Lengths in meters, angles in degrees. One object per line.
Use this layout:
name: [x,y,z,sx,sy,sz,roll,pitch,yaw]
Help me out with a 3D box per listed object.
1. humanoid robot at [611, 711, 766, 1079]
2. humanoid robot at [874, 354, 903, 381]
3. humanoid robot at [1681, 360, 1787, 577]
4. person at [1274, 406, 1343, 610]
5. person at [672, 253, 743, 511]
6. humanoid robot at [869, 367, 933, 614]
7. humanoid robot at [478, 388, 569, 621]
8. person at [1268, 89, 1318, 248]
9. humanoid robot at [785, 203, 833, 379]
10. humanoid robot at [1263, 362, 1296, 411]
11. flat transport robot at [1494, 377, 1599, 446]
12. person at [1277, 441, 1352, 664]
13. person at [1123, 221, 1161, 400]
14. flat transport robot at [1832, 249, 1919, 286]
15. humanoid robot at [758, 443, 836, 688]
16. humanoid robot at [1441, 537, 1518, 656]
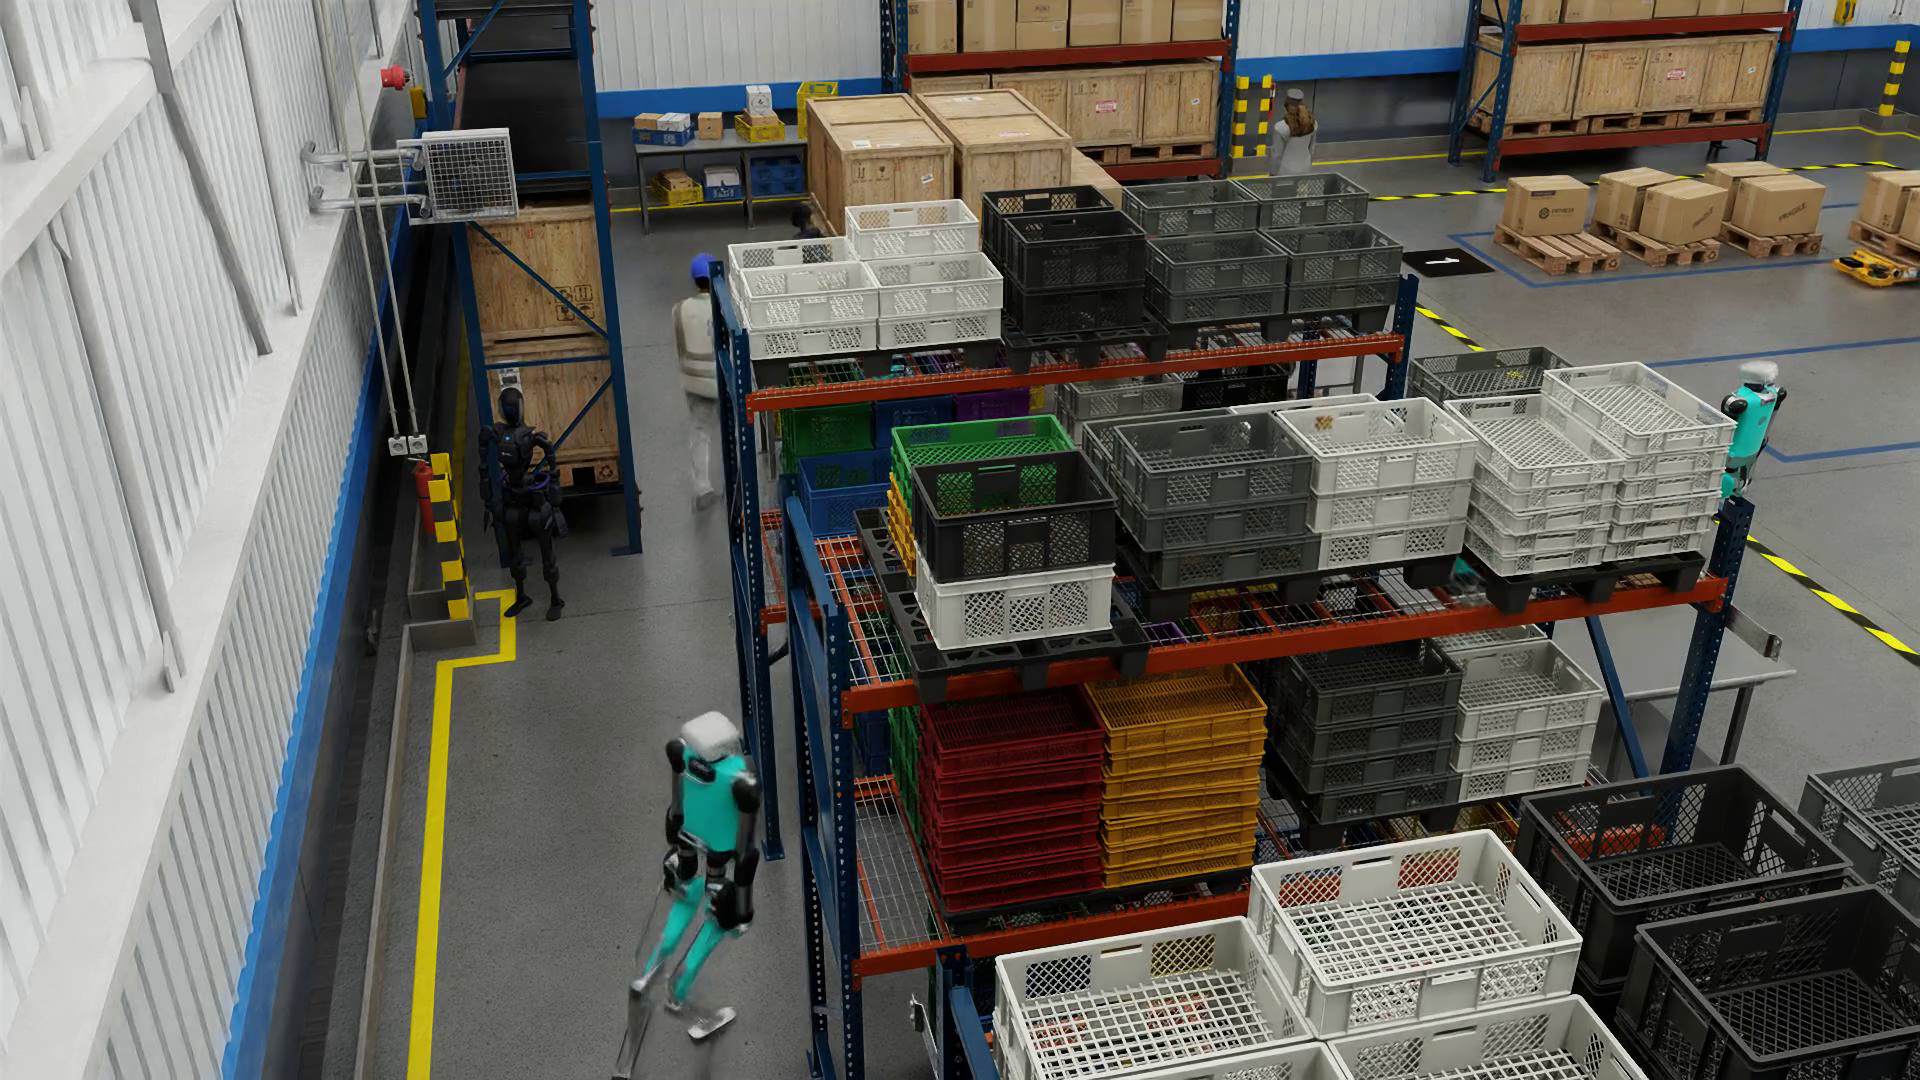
humanoid robot: [-1.277,1.695,7.317,0.554,1.817,0.912,21,34,34]
humanoid robot: [-0.296,-0.625,11.581,0.708,1.738,0.536,-16,32,-28]
humanoid robot: [5.022,-0.483,11.250,0.533,1.673,0.735,-15,31,-27]
person: [2.177,0.025,10.316,0.590,1.840,0.808,-17,32,-29]
person: [-1.879,-1.204,12.594,0.622,1.880,0.819,10,30,19]
humanoid robot: [-0.398,-0.271,11.004,0.564,1.767,0.882,19,33,32]
humanoid robot: [-2.866,-0.233,10.962,0.599,1.657,0.315,6,28,11]
person: [3.585,-3.985,18.002,0.563,1.764,0.402,-13,30,-23]
humanoid robot: [-1.366,-2.192,14.708,0.649,1.629,0.589,14,31,25]
humanoid robot: [2.184,-0.574,11.647,0.724,1.640,0.595,-11,30,-20]
flat transport robot: [4.780,-1.036,14.013,0.659,0.231,1.431,-6,28,-12]
person: [2.172,0.044,10.295,0.592,1.824,0.403,-3,28,-6]
person: [1.429,-1.558,13.114,0.396,2.032,0.604,-5,28,-10]
flat transport robot: [10.073,-2.932,17.579,1.431,0.197,0.652,-6,28,-12]
humanoid robot: [-1.019,0.139,10.303,0.667,1.633,0.608,-11,30,-20]
humanoid robot: [3.145,0.515,9.547,0.555,1.789,0.947,-23,36,-37]
